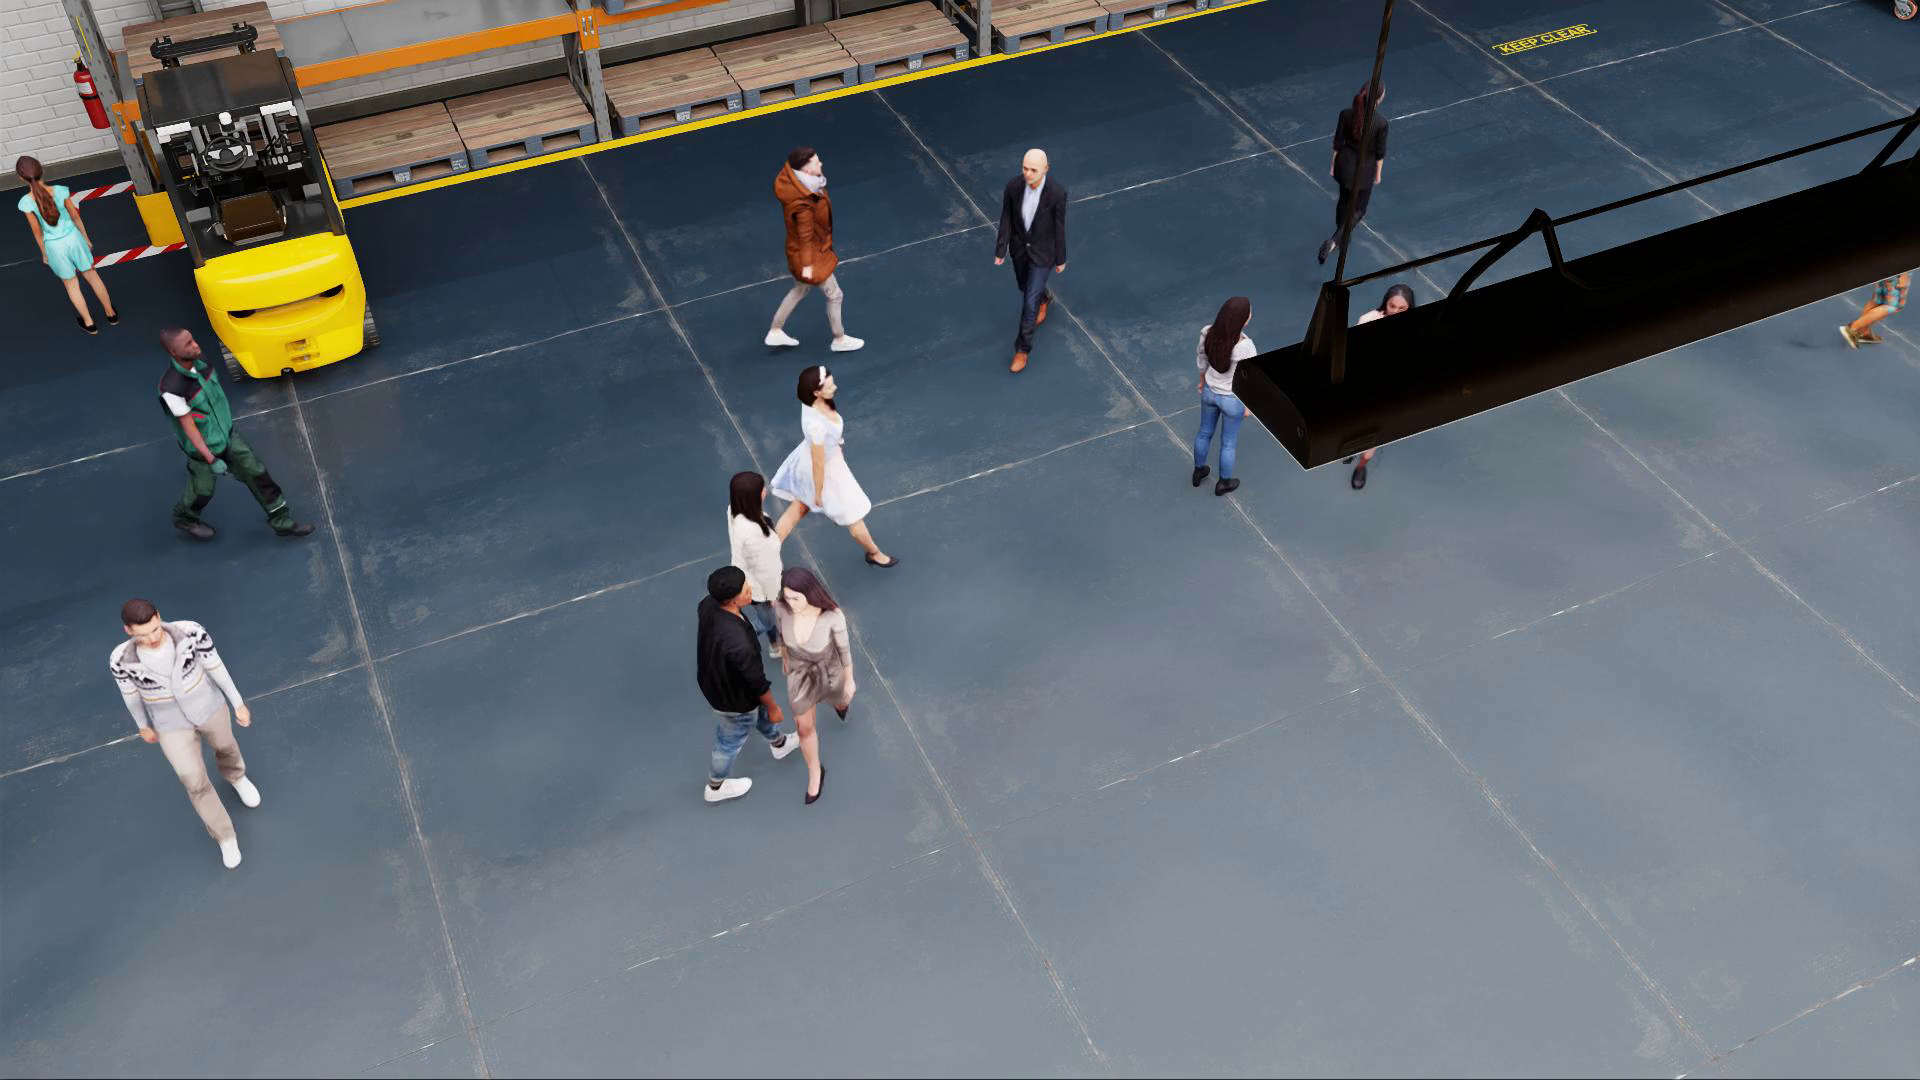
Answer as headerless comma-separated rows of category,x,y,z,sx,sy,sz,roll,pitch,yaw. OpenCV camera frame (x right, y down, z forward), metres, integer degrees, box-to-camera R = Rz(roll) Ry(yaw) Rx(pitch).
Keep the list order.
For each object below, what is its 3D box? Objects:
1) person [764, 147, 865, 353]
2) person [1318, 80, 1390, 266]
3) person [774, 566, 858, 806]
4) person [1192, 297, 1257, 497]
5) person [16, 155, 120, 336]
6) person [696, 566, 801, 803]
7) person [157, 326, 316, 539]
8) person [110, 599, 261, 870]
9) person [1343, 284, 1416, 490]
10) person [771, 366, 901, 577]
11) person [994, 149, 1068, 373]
person,-1.251,-2.200,12.823,1.025,1.818,0.751,-14,45,-14
person,3.229,-3.002,13.798,0.847,1.636,1.044,29,50,27
person,-0.824,0.738,9.815,1.094,1.715,1.083,7,44,7
person,1.851,-1.008,11.708,0.674,1.631,0.656,30,51,28
person,-7.095,-2.342,13.162,0.547,1.558,0.667,-32,52,-29
person,-1.397,0.878,9.621,0.987,1.780,0.684,-18,46,-18
person,-5.146,-0.652,11.216,1.316,1.795,1.123,6,44,6
person,-4.427,0.937,9.521,1.015,1.832,0.894,-26,49,-24
person,2.981,-1.135,11.784,0.787,1.711,0.846,13,45,13
person,-1.006,-0.393,10.963,1.263,1.767,0.860,-6,44,-6
person,0.590,-2.271,12.929,1.174,1.775,1.279,18,46,18
